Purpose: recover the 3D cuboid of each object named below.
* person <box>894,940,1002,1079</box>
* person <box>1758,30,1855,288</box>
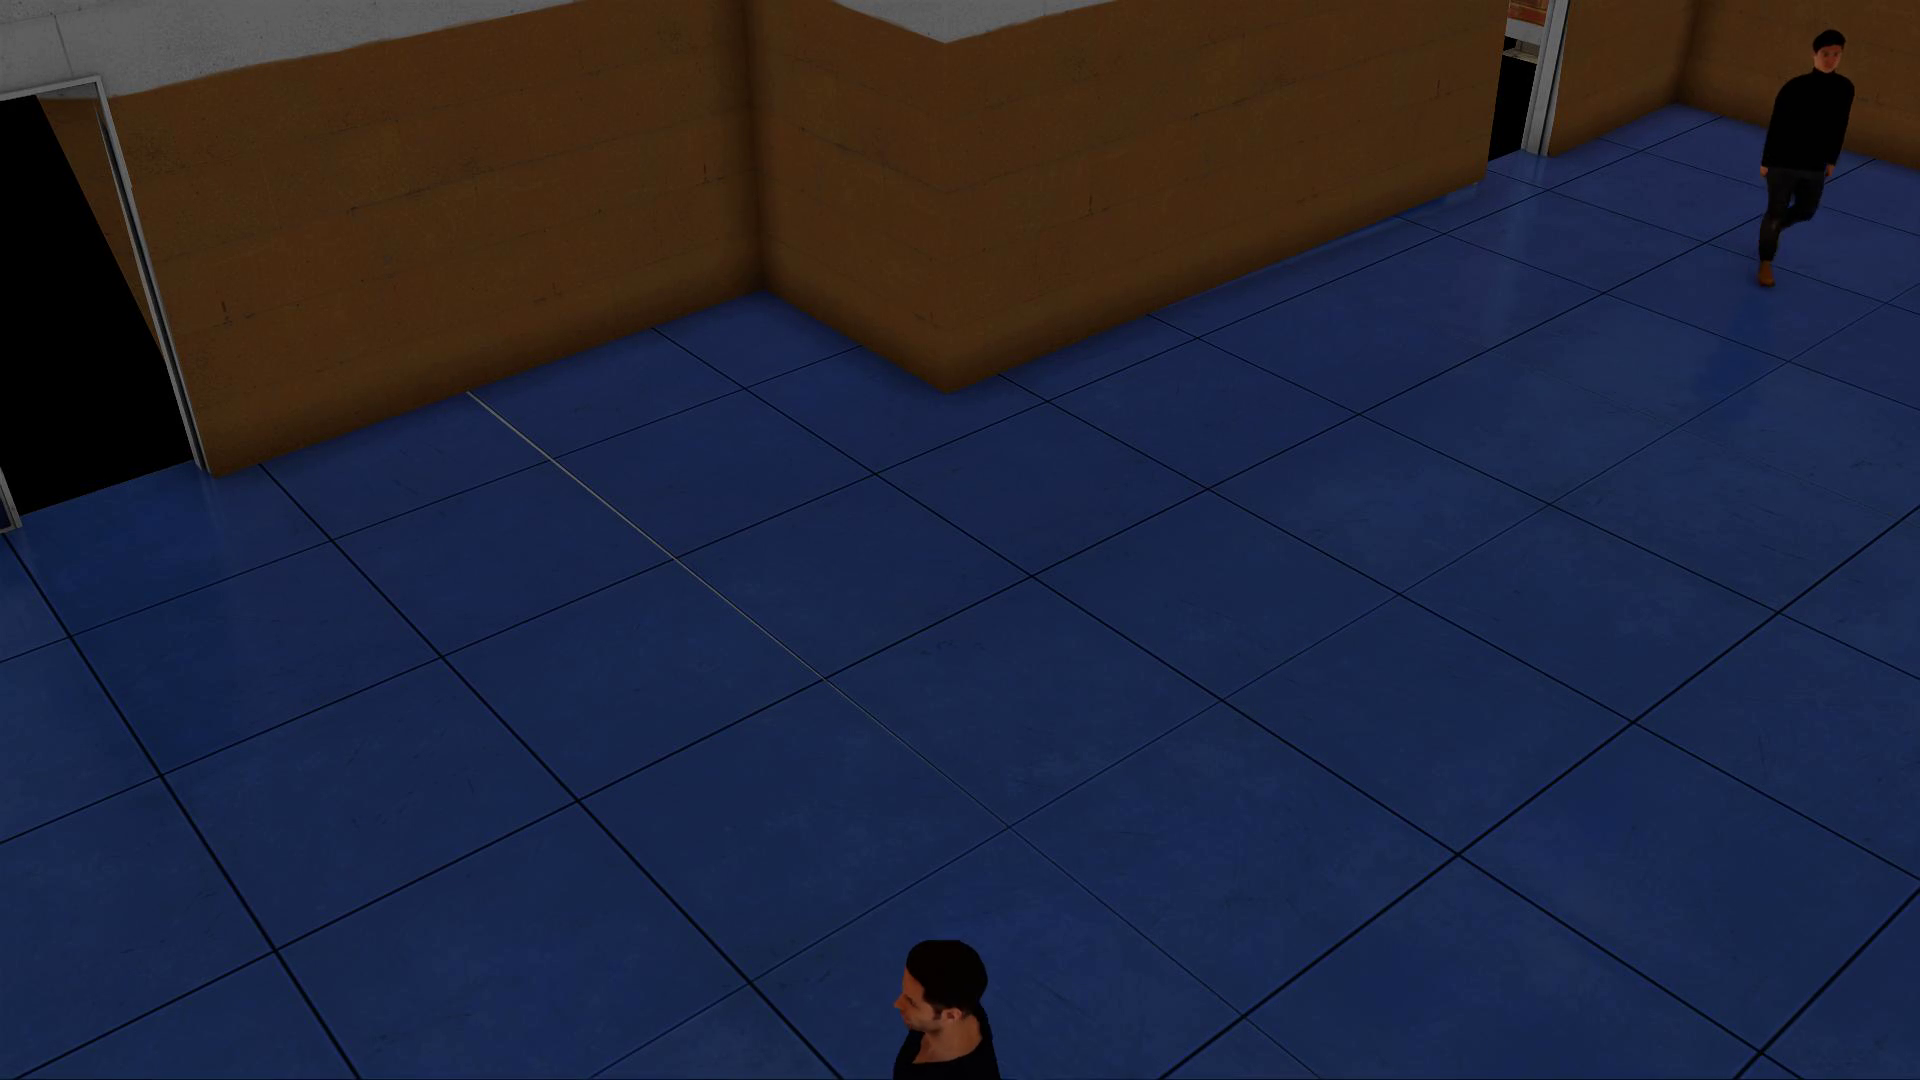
[{"bbox_3d":[0.077,1.764,4.603,0.972,1.834,1.000,-8,35,-12],"label":"person"},{"bbox_3d":[5.709,-2.627,11.337,0.961,1.711,1.010,4,34,7],"label":"person"}]
